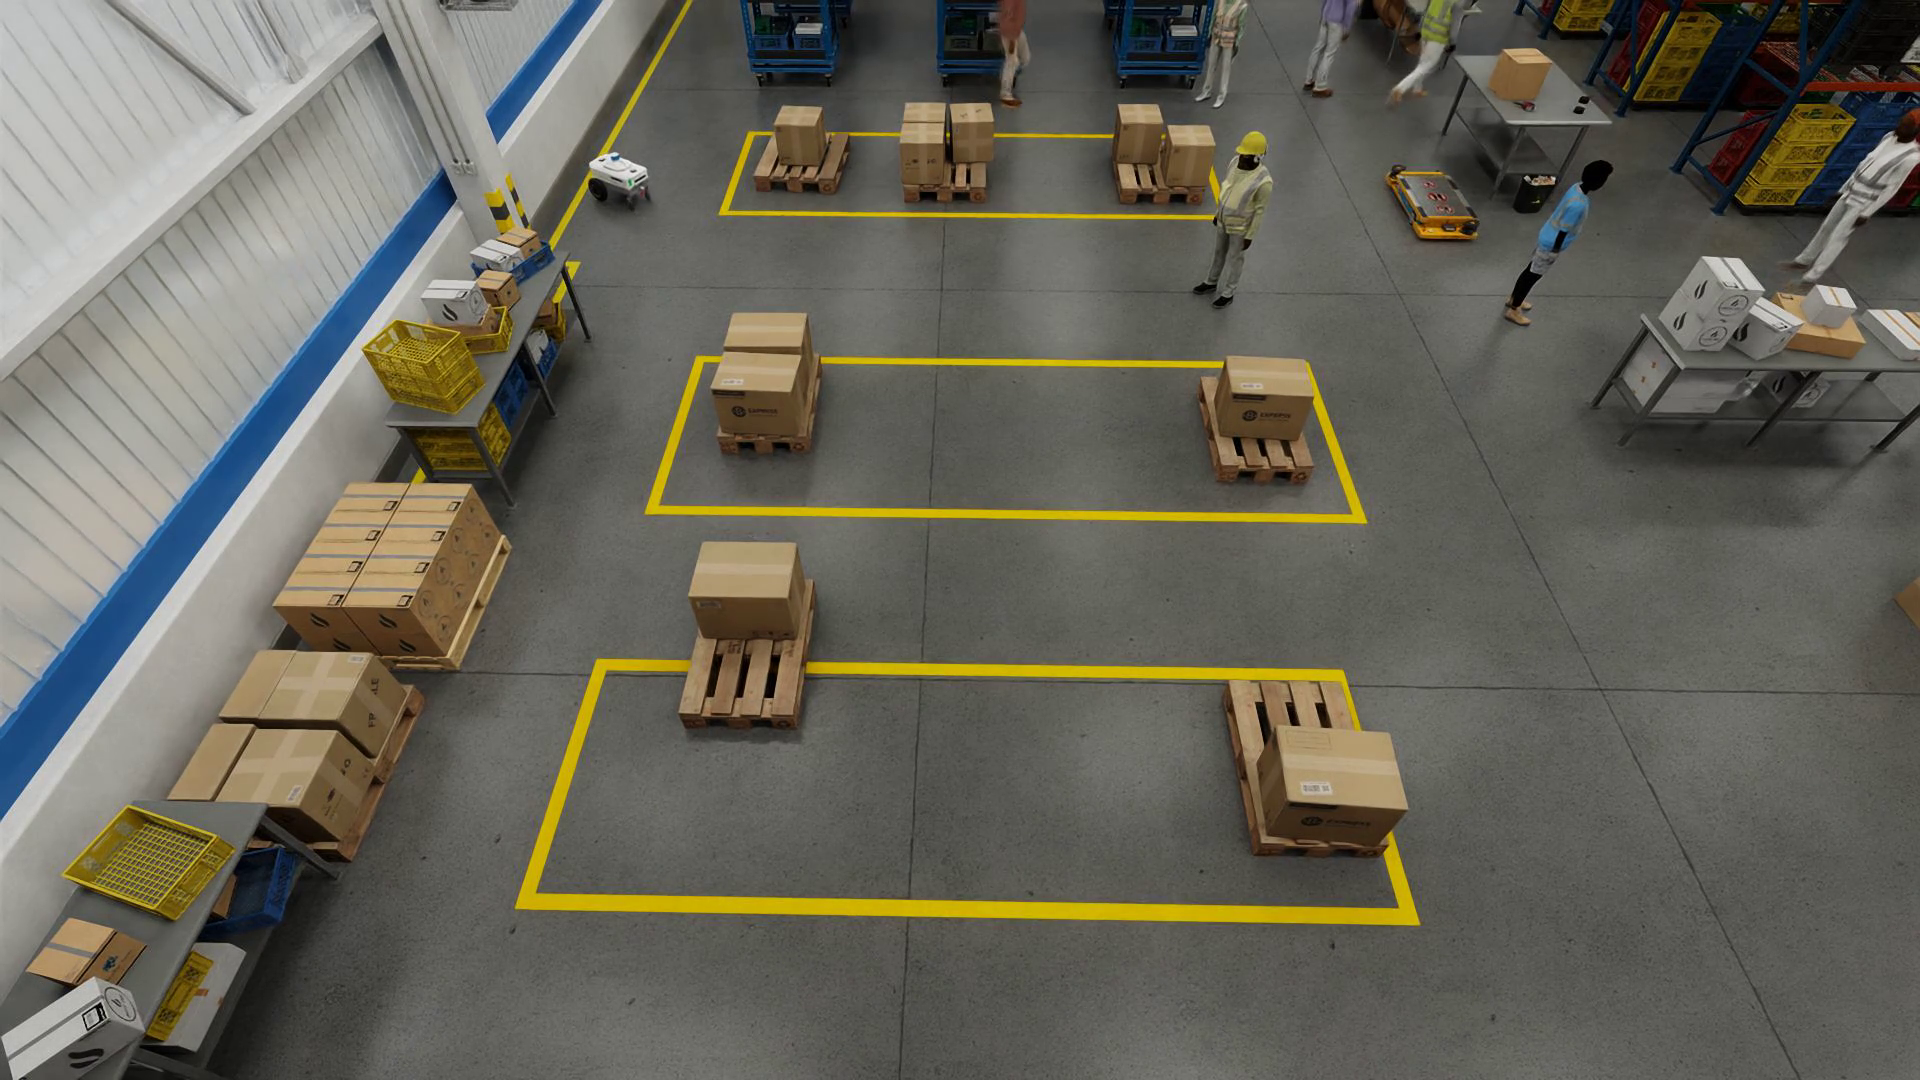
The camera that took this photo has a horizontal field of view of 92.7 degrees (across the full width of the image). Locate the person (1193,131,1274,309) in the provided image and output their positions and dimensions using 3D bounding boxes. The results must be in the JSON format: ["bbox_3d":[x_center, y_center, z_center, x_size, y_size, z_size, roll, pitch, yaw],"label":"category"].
[{"bbox_3d":[2.777,-3.223,9.278,0.403,1.834,0.588,-22,53,-18],"label":"person"}]

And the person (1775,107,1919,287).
[{"bbox_3d":[9.331,-3.542,9.521,0.337,1.883,0.584,8,50,7],"label":"person"}]

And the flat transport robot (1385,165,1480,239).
[{"bbox_3d":[5.692,-4.094,11.059,0.652,0.197,1.431,1,49,1],"label":"flat transport robot"}]

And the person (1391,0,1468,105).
[{"bbox_3d":[6.392,-6.847,12.429,0.696,1.815,0.646,-8,50,-7],"label":"person"}]

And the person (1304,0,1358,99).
[{"bbox_3d":[5.162,-7.135,12.611,0.390,1.925,0.657,-12,50,-11],"label":"person"}]

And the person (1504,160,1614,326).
[{"bbox_3d":[5.937,-2.974,9.154,0.322,1.693,0.535,22,53,18],"label":"person"}]

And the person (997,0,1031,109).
[{"bbox_3d":[0.738,-6.827,12.304,0.443,1.972,0.646,13,50,11],"label":"person"}]

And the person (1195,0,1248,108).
[{"bbox_3d":[3.589,-6.774,12.480,0.311,1.636,0.523,-36,58,-27],"label":"person"}]

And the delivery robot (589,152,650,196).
[{"bbox_3d":[-4.127,-4.448,11.118,0.707,0.478,0.477,24,53,20],"label":"delivery robot"}]
